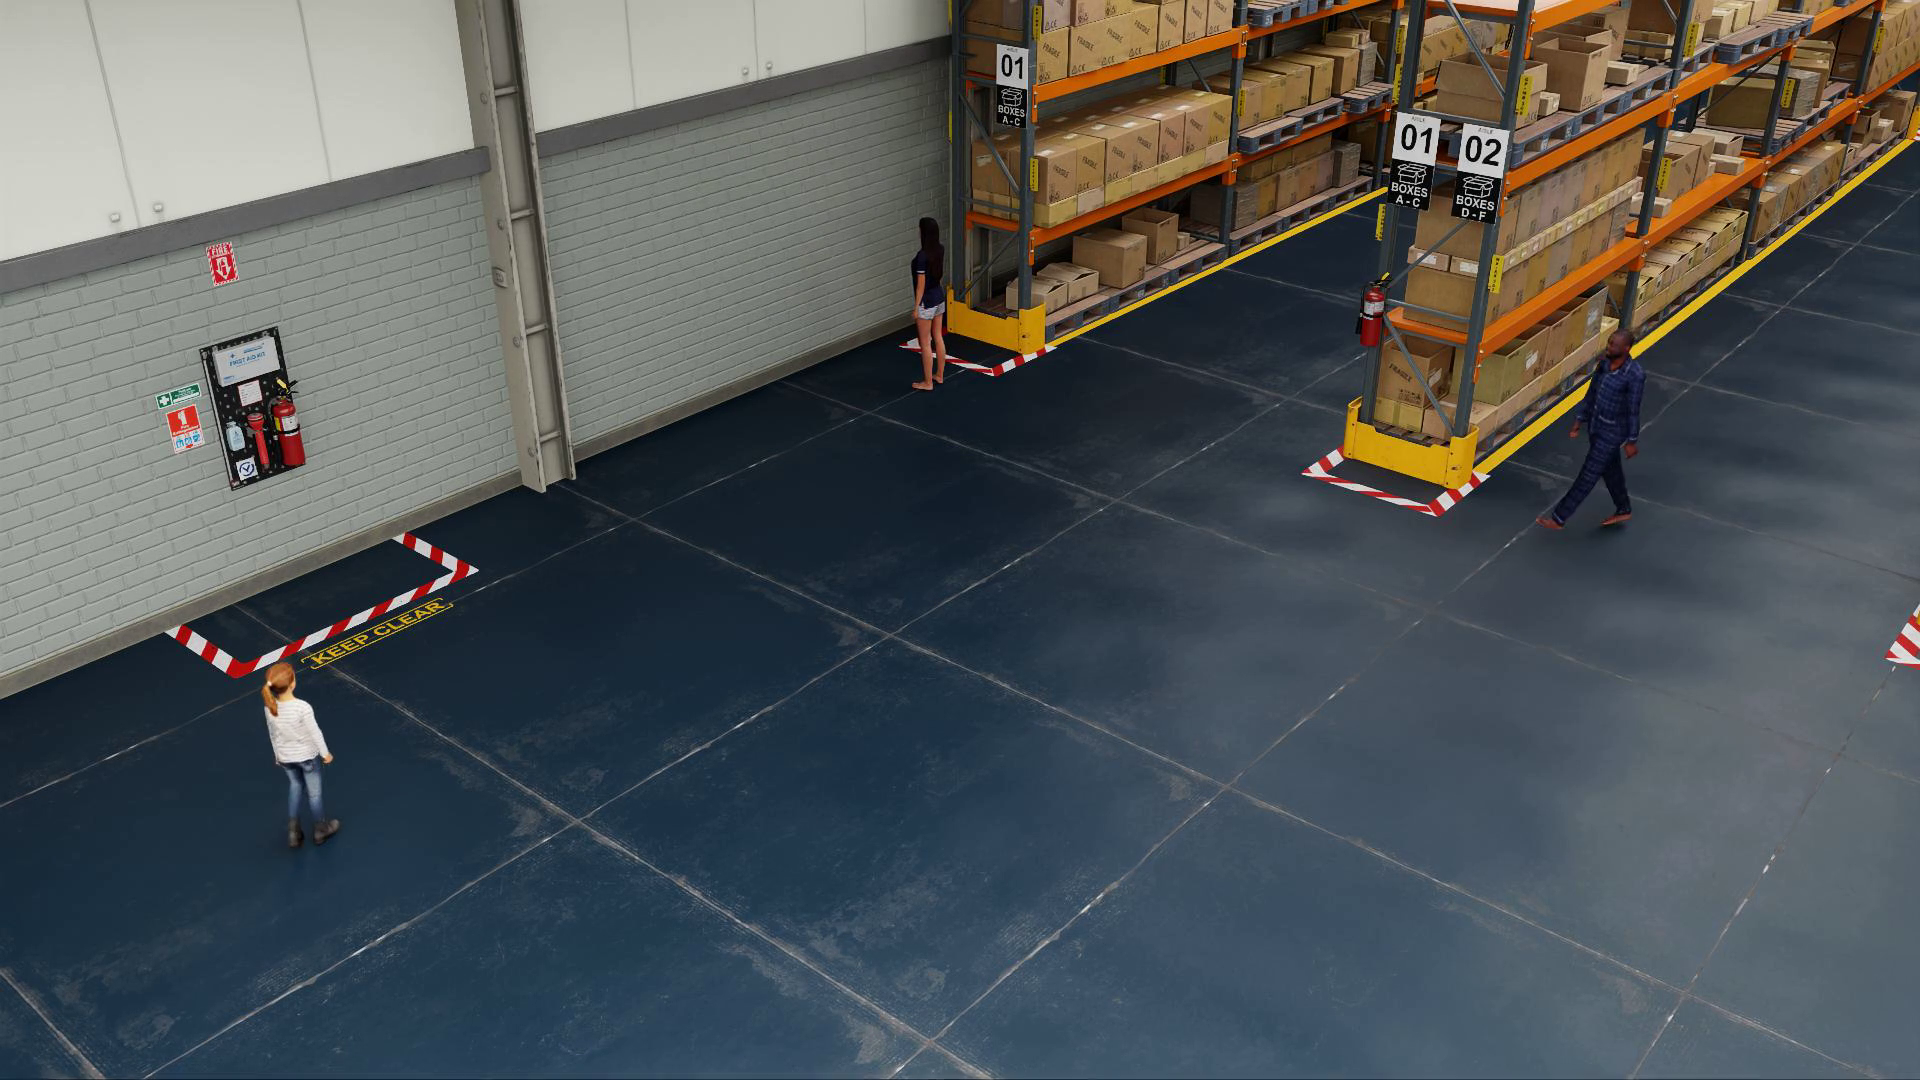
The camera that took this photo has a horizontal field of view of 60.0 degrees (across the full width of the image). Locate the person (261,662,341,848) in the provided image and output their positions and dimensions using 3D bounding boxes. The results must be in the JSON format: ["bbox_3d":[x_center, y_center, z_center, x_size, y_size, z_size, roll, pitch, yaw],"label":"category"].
[{"bbox_3d":[-4.063,1.344,10.153,0.596,1.311,0.683,7,29,13],"label":"person"}]

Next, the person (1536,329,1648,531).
[{"bbox_3d":[5.481,-0.895,13.856,1.256,1.783,1.135,-6,29,-10],"label":"person"}]

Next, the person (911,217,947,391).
[{"bbox_3d":[-0.305,-2.366,16.635,0.651,1.766,0.471,19,33,31],"label":"person"}]
